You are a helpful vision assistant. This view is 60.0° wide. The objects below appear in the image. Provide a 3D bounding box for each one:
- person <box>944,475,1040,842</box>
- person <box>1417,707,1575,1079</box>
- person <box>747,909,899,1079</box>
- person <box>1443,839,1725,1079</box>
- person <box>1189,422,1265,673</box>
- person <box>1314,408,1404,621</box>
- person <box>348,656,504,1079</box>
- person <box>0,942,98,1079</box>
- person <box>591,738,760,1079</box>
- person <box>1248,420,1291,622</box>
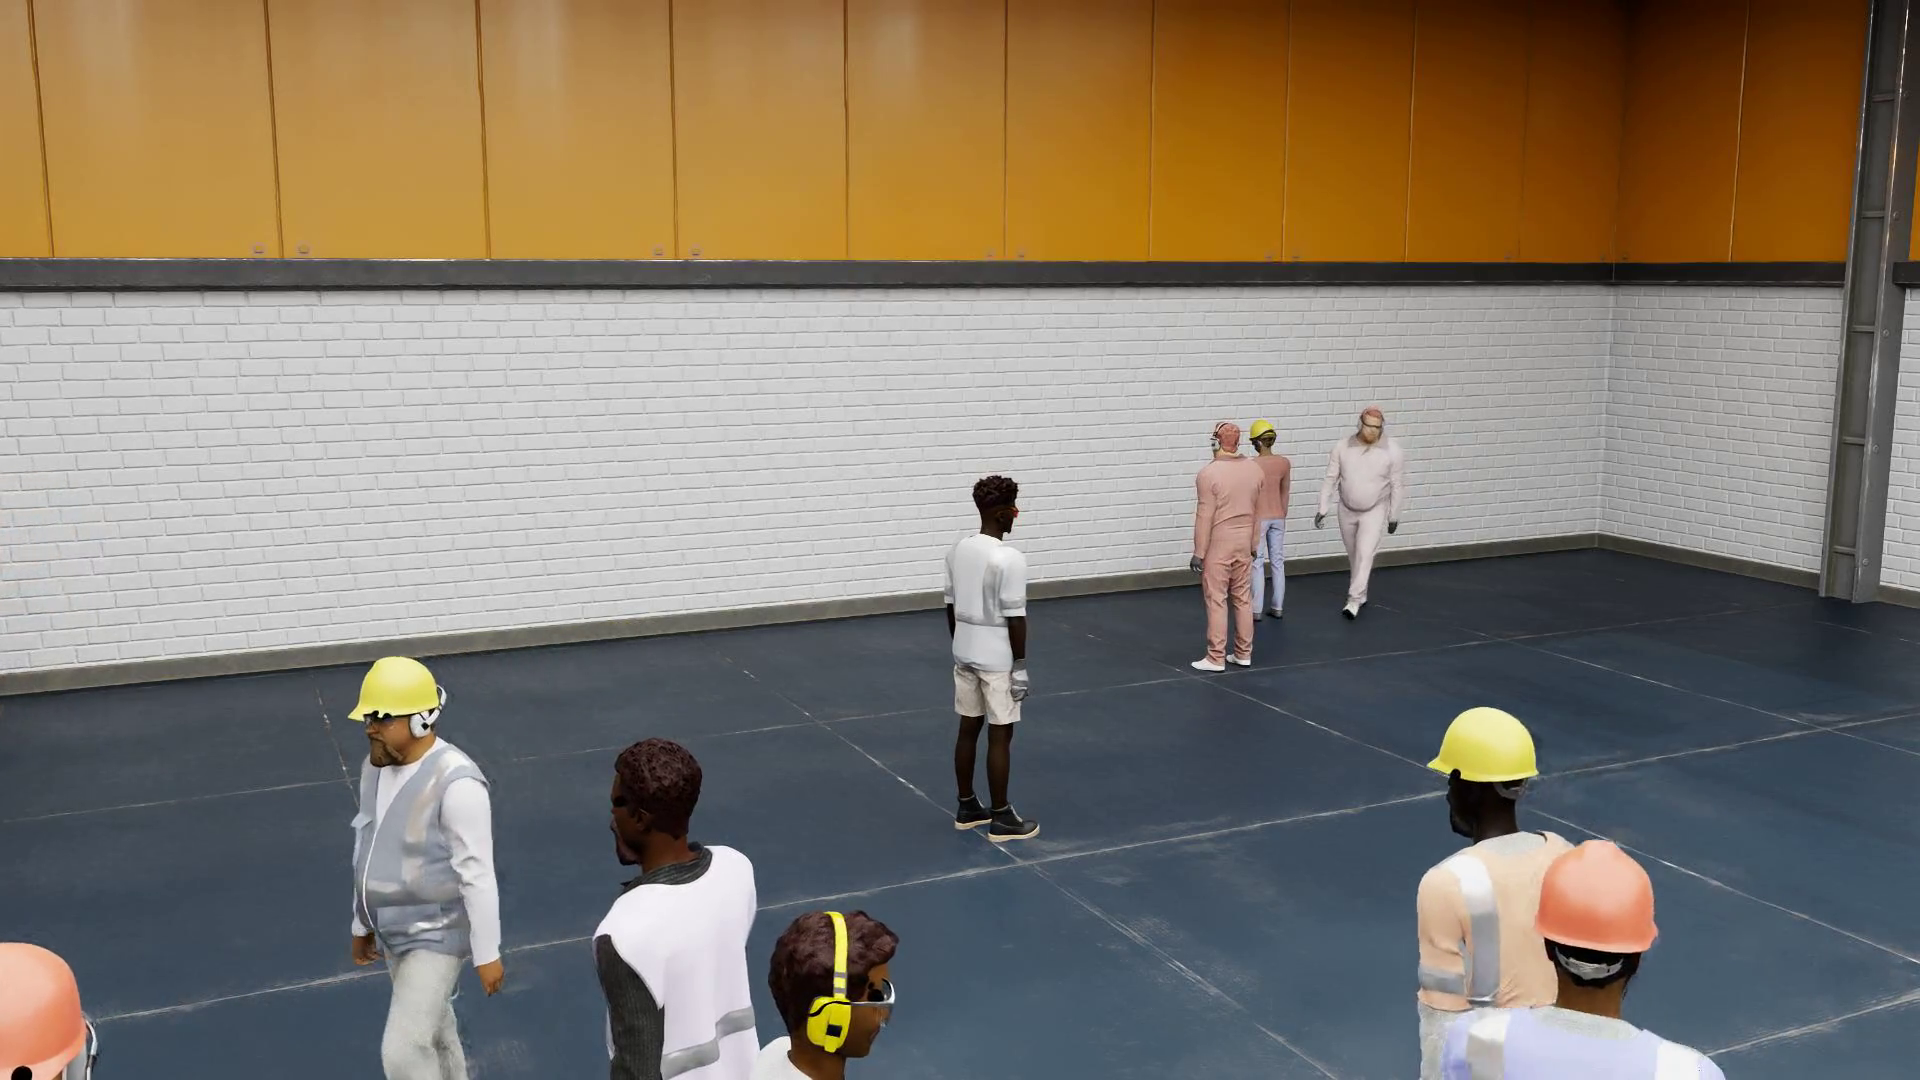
[{"bbox_3d":[0.159,0.624,8.927,0.370,1.966,0.608,-7,12,-37],"label":"person"},{"bbox_3d":[1.343,1.372,4.445,0.609,1.902,0.699,-5,10,-29],"label":"person"},{"bbox_3d":[-0.246,1.603,3.176,0.329,1.865,0.508,-3,10,-17],"label":"person"},{"bbox_3d":[1.200,1.562,3.307,0.550,1.916,0.805,5,10,28],"label":"person"},{"bbox_3d":[2.003,0.053,12.660,0.651,1.906,0.402,-6,11,-33],"label":"person"},{"bbox_3d":[3.510,-0.234,14.627,0.660,1.837,1.037,6,11,31],"label":"person"},{"bbox_3d":[-1.792,1.269,5.393,0.630,1.811,0.566,8,12,42],"label":"person"},{"bbox_3d":[-1.510,1.614,2.719,0.640,1.986,0.484,-2,9,-11],"label":"person"},{"bbox_3d":[-0.681,1.427,4.096,0.395,1.919,0.590,3,10,20],"label":"person"},{"bbox_3d":[2.629,-0.166,14.475,0.524,1.760,0.326,-5,10,-29],"label":"person"}]
